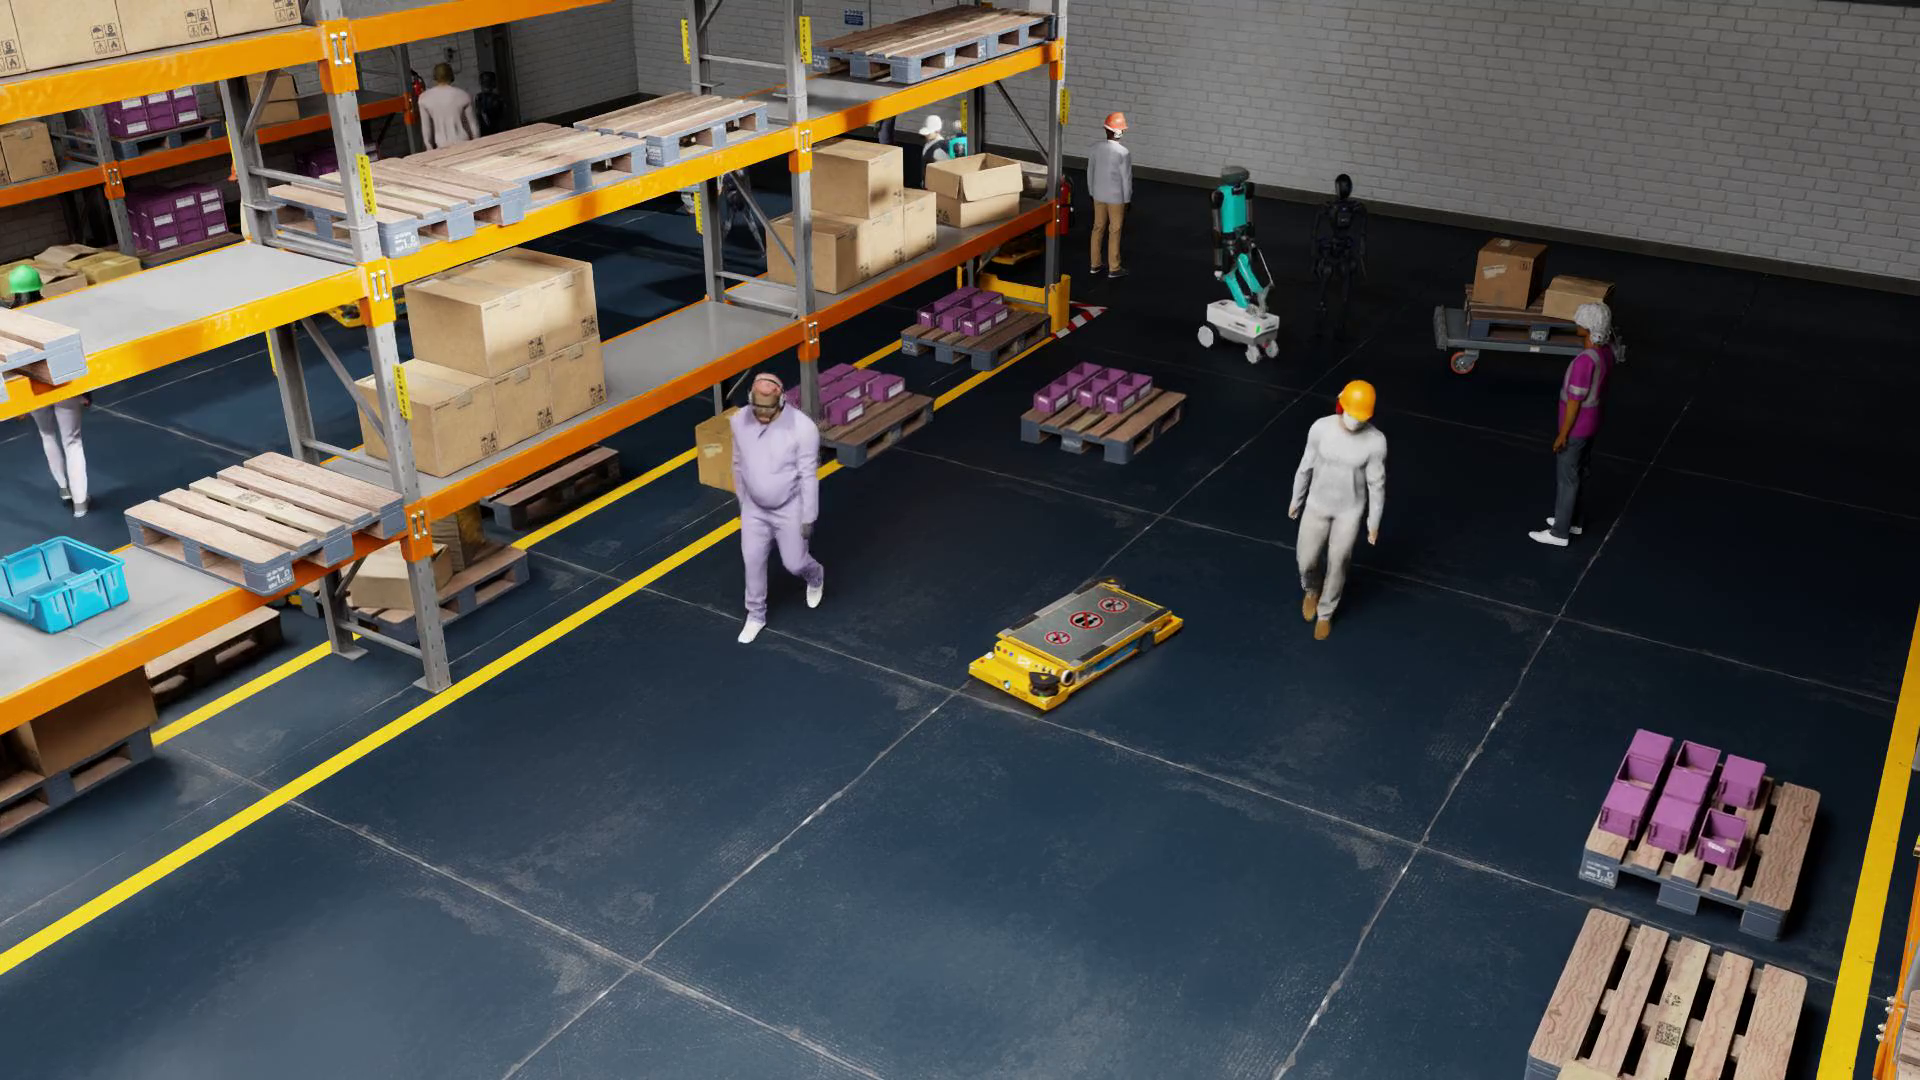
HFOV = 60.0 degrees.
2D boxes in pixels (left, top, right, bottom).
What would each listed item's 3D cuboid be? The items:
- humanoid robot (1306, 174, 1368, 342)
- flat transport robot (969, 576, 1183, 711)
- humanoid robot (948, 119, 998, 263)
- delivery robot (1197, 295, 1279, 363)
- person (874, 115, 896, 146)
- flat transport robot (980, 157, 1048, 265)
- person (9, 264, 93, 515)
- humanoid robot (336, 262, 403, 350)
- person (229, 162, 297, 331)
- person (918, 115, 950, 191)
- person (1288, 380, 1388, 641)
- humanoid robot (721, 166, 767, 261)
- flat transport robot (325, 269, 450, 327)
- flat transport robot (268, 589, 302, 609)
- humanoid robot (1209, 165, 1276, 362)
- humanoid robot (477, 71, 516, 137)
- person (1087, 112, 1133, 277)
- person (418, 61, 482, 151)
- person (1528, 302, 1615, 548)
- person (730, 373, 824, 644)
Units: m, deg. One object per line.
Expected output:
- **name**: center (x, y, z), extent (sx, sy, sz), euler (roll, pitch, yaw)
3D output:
- **humanoid robot**: center (3.624, -2.700, 15.961), extent (0.587, 1.646, 0.323), euler (-3, 27, -5)
- **flat transport robot**: center (0.779, 0.655, 10.907), extent (0.659, 0.231, 1.431), euler (23, 35, 37)
- **humanoid robot**: center (0.200, -3.501, 17.540), extent (0.653, 1.856, 0.540), euler (-1, 27, -2)
- **delivery robot**: center (2.680, -2.051, 15.937), extent (0.499, 0.608, 0.790), euler (-20, 33, -34)
- **person**: center (-0.960, -5.362, 21.253), extent (0.291, 1.632, 0.496), euler (9, 28, 17)
- **flat transport robot**: center (0.239, -3.405, 18.908), extent (1.431, 0.231, 0.659), euler (20, 33, 34)
- **person**: center (-6.893, -1.160, 12.642), extent (0.529, 1.930, 0.631), euler (-9, 28, -16)
- **humanoid robot**: center (-5.567, -2.605, 15.724), extent (0.530, 1.797, 0.732), euler (18, 32, 31)
- **person**: center (-6.795, -2.845, 16.169), extent (0.336, 1.744, 0.560), euler (-23, 35, -38)
- **person**: center (-0.211, -3.766, 18.017), extent (0.674, 1.724, 0.837), euler (-7, 28, -14)
- **person**: center (2.441, -0.193, 10.814), extent (0.612, 1.870, 0.450), euler (10, 28, 18)
- **humanoid robot**: center (-2.450, -3.883, 18.353), extent (0.799, 1.623, 0.599), euler (-10, 29, -19)
- **flat transport robot**: center (-5.736, -2.495, 17.114), extent (1.431, 0.231, 0.659), euler (-20, 33, -34)
- **flat transport robot**: center (-5.059, 0.241, 11.722), extent (1.431, 0.231, 0.659), euler (-2, 27, -4)
- **humanoid robot**: center (2.740, -2.532, 15.653), extent (0.554, 1.868, 0.842), euler (-20, 33, -34)
- **humanoid robot**: center (-5.682, -4.877, 20.266), extent (0.595, 1.633, 0.620), euler (15, 31, 28)
- **person**: center (1.628, -3.712, 17.870), extent (0.572, 1.749, 0.337), euler (23, 35, 38)
- **person**: center (-5.937, -4.631, 19.503), extent (0.652, 1.917, 0.471), euler (0, 27, 0)
- **person**: center (4.498, -0.841, 12.119), extent (0.327, 1.843, 0.516), euler (20, 33, 34)
- **person**: center (-1.180, -0.261, 10.938), extent (0.668, 1.877, 0.682), euler (9, 28, 17)
